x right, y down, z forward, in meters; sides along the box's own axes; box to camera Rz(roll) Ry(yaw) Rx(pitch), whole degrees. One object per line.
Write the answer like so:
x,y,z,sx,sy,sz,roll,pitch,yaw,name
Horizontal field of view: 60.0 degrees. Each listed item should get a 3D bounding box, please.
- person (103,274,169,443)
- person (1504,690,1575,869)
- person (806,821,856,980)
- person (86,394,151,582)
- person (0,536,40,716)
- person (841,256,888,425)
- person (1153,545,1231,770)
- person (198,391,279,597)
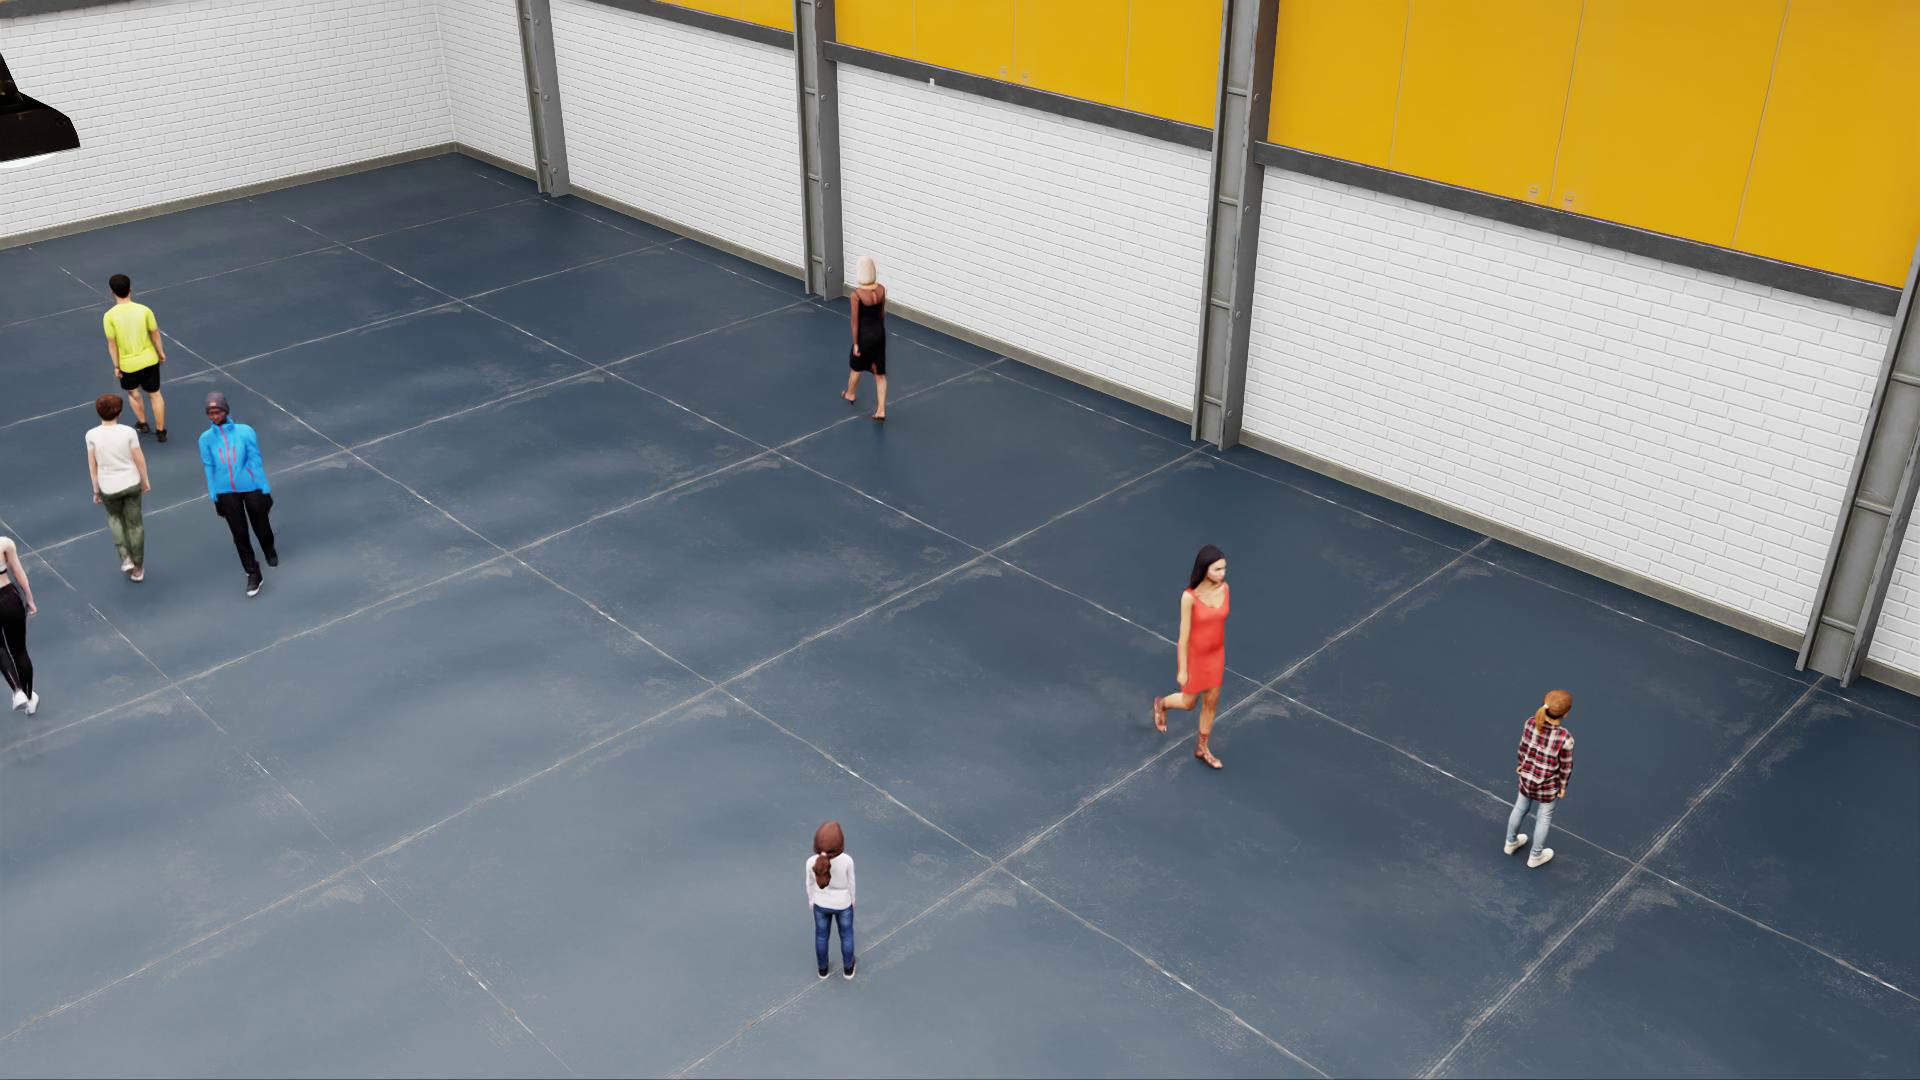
-8.091,-1.755,16.392,0.737,1.690,0.825,-17,33,-28,person
3.761,1.530,10.773,0.601,1.303,0.458,-22,35,-34,person
-0.756,2.132,9.871,0.527,1.110,0.588,1,29,1,person
-7.038,-0.400,13.963,0.704,1.636,0.730,-13,31,-23,person
-6.987,0.561,12.102,0.692,1.732,0.768,-15,32,-25,person
-0.868,-1.972,16.776,0.744,1.704,1.054,-18,33,-29,person
1.638,0.791,11.708,0.696,1.706,0.944,-18,33,-30,person
-5.991,-0.436,13.876,0.820,1.784,0.918,-8,30,-14,person
